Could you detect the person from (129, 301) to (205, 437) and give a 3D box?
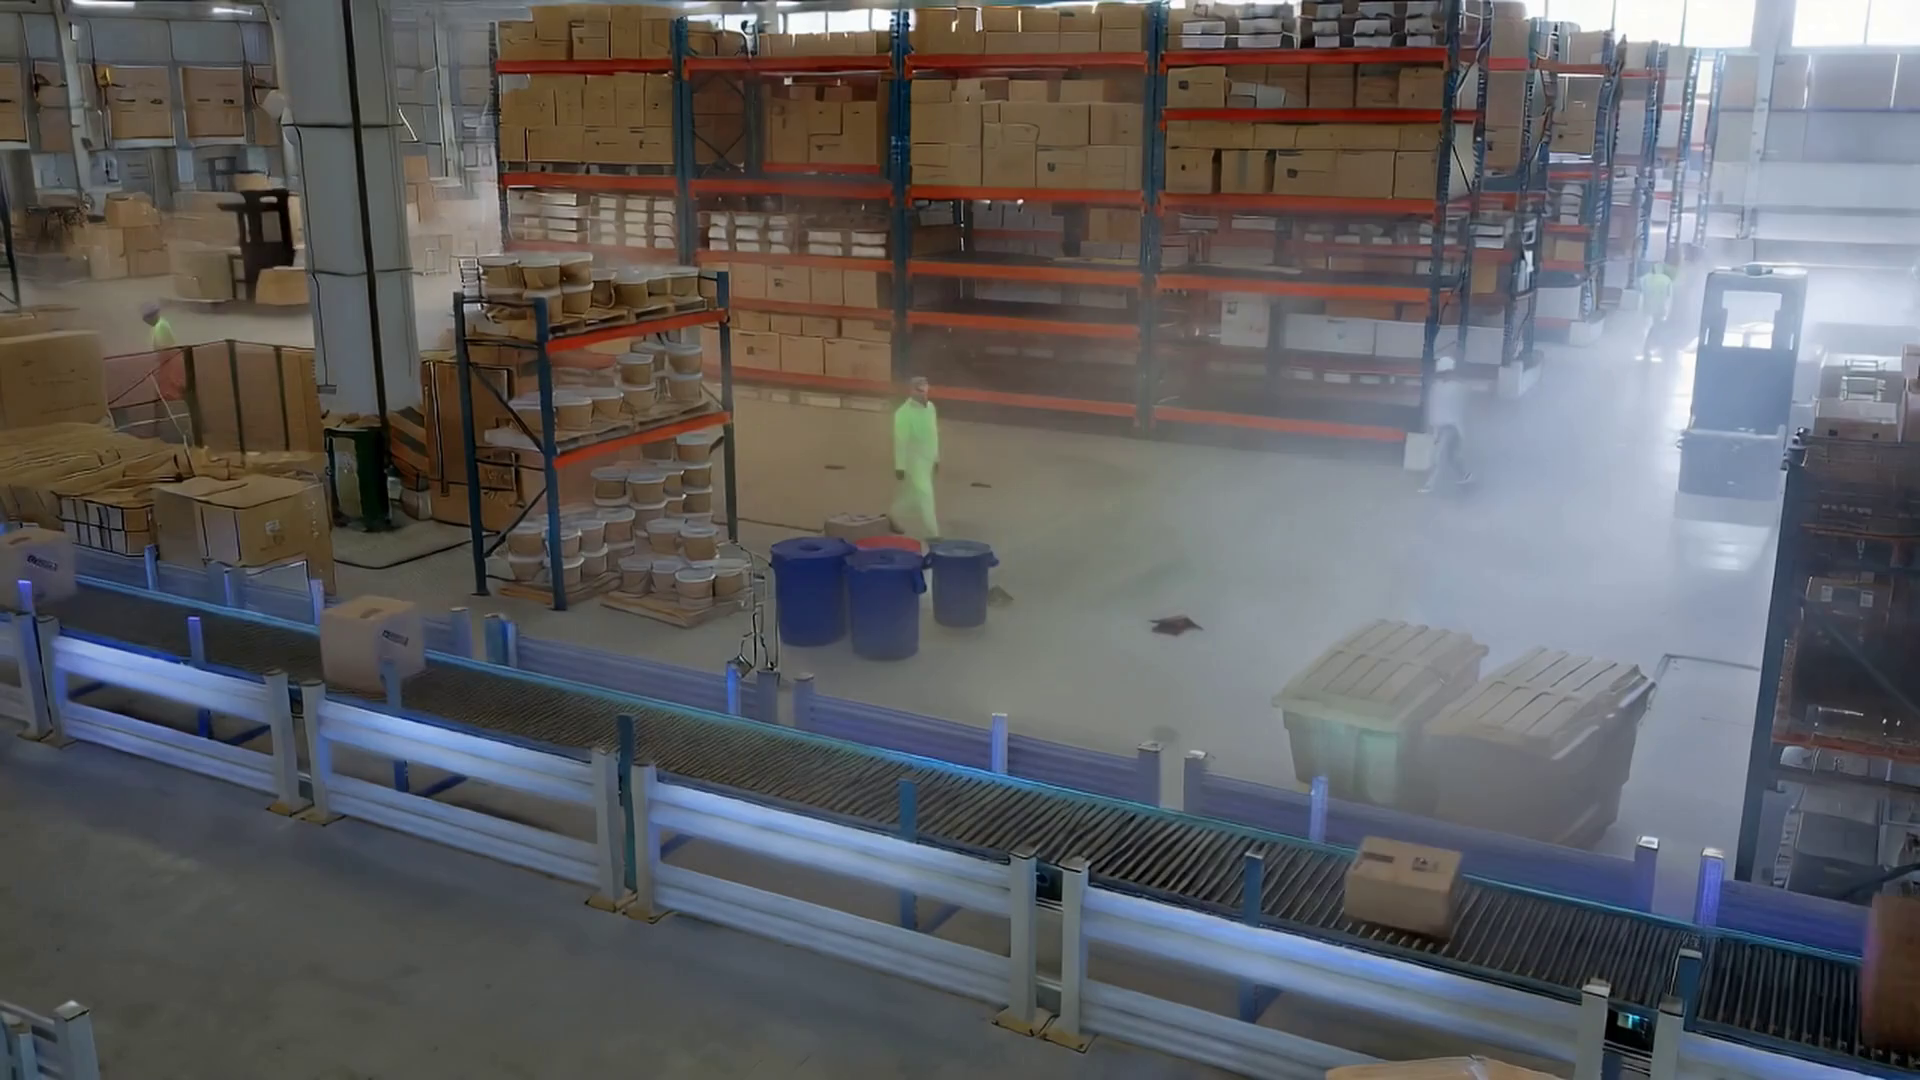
[{"bbox_3d":[-11.639,-2.502,24.245,1.073,1.966,0.707,-10,18,-32],"label":"person"}]

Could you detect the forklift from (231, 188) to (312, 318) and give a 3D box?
[{"bbox_3d":[-15.496,-6.503,37.546,1.873,2.768,1.129,8,17,28],"label":"forklift"}]

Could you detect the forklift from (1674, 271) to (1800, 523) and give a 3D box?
[{"bbox_3d":[9.269,-1.763,19.726,1.129,2.768,1.873,8,17,27],"label":"forklift"}]

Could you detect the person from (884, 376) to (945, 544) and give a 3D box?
[{"bbox_3d":[-0.498,-0.908,18.443,0.897,1.873,0.649,9,17,29],"label":"person"}]

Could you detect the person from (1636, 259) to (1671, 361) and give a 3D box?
[{"bbox_3d":[13.026,-4.308,31.183,0.398,1.899,0.649,-9,17,-30],"label":"person"}]

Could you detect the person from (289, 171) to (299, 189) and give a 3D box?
[{"bbox_3d":[-27.144,-14.126,68.048,0.585,1.918,0.381,-13,20,-40],"label":"person"}]

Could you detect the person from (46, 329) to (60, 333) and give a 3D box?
[{"bbox_3d":[-12.660,-2.170,23.575,0.850,1.662,0.533,-1,15,-3],"label":"person"}]

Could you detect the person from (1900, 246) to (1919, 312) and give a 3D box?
[{"bbox_3d":[22.246,-6.162,38.324,0.922,1.811,0.632,-1,15,-5],"label":"person"}]

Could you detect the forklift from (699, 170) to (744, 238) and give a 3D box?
[{"bbox_3d":[-6.984,-9.917,50.382,1.129,2.768,1.873,8,17,28],"label":"forklift"}]

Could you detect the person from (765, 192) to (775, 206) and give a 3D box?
[{"bbox_3d":[-6.093,-10.118,53.009,0.552,1.908,0.890,4,15,13],"label":"person"}]

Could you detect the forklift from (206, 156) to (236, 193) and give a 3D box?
[{"bbox_3d":[-25.681,-11.975,58.117,1.873,2.768,1.129,8,17,28],"label":"forklift"}]

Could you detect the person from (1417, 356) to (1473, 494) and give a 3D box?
[{"bbox_3d":[6.128,-1.461,20.804,0.877,1.726,0.509,-5,16,-20],"label":"person"}]
